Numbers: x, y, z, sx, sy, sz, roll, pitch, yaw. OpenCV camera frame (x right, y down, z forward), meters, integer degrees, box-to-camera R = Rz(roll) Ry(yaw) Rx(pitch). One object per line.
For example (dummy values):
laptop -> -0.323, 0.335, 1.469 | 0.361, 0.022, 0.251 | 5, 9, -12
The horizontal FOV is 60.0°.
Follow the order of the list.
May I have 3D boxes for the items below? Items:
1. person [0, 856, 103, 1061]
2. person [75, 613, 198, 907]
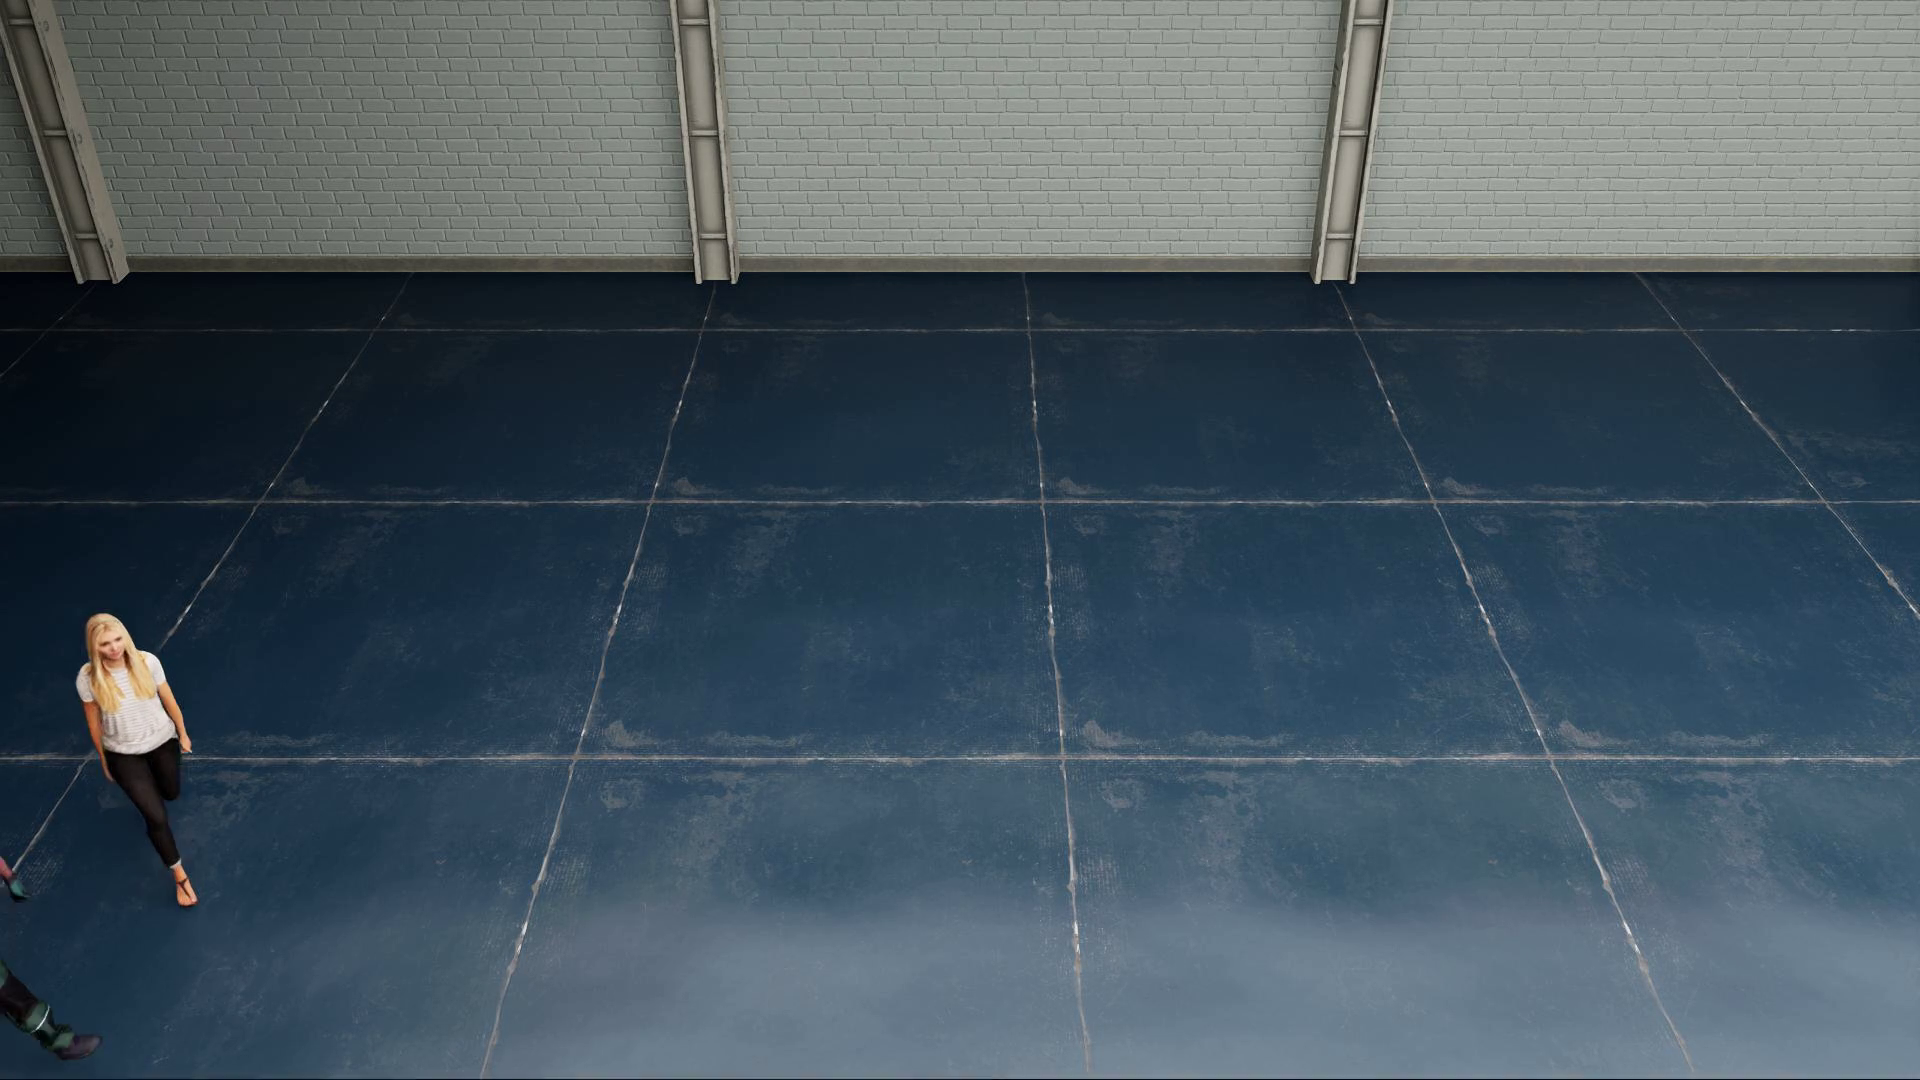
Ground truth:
person -> -4.854, 1.789, 7.908 | 1.260, 1.777, 0.838 | 5, 33, 8
person -> -4.439, 1.093, 8.963 | 1.102, 1.793, 1.105 | -23, 40, -31
